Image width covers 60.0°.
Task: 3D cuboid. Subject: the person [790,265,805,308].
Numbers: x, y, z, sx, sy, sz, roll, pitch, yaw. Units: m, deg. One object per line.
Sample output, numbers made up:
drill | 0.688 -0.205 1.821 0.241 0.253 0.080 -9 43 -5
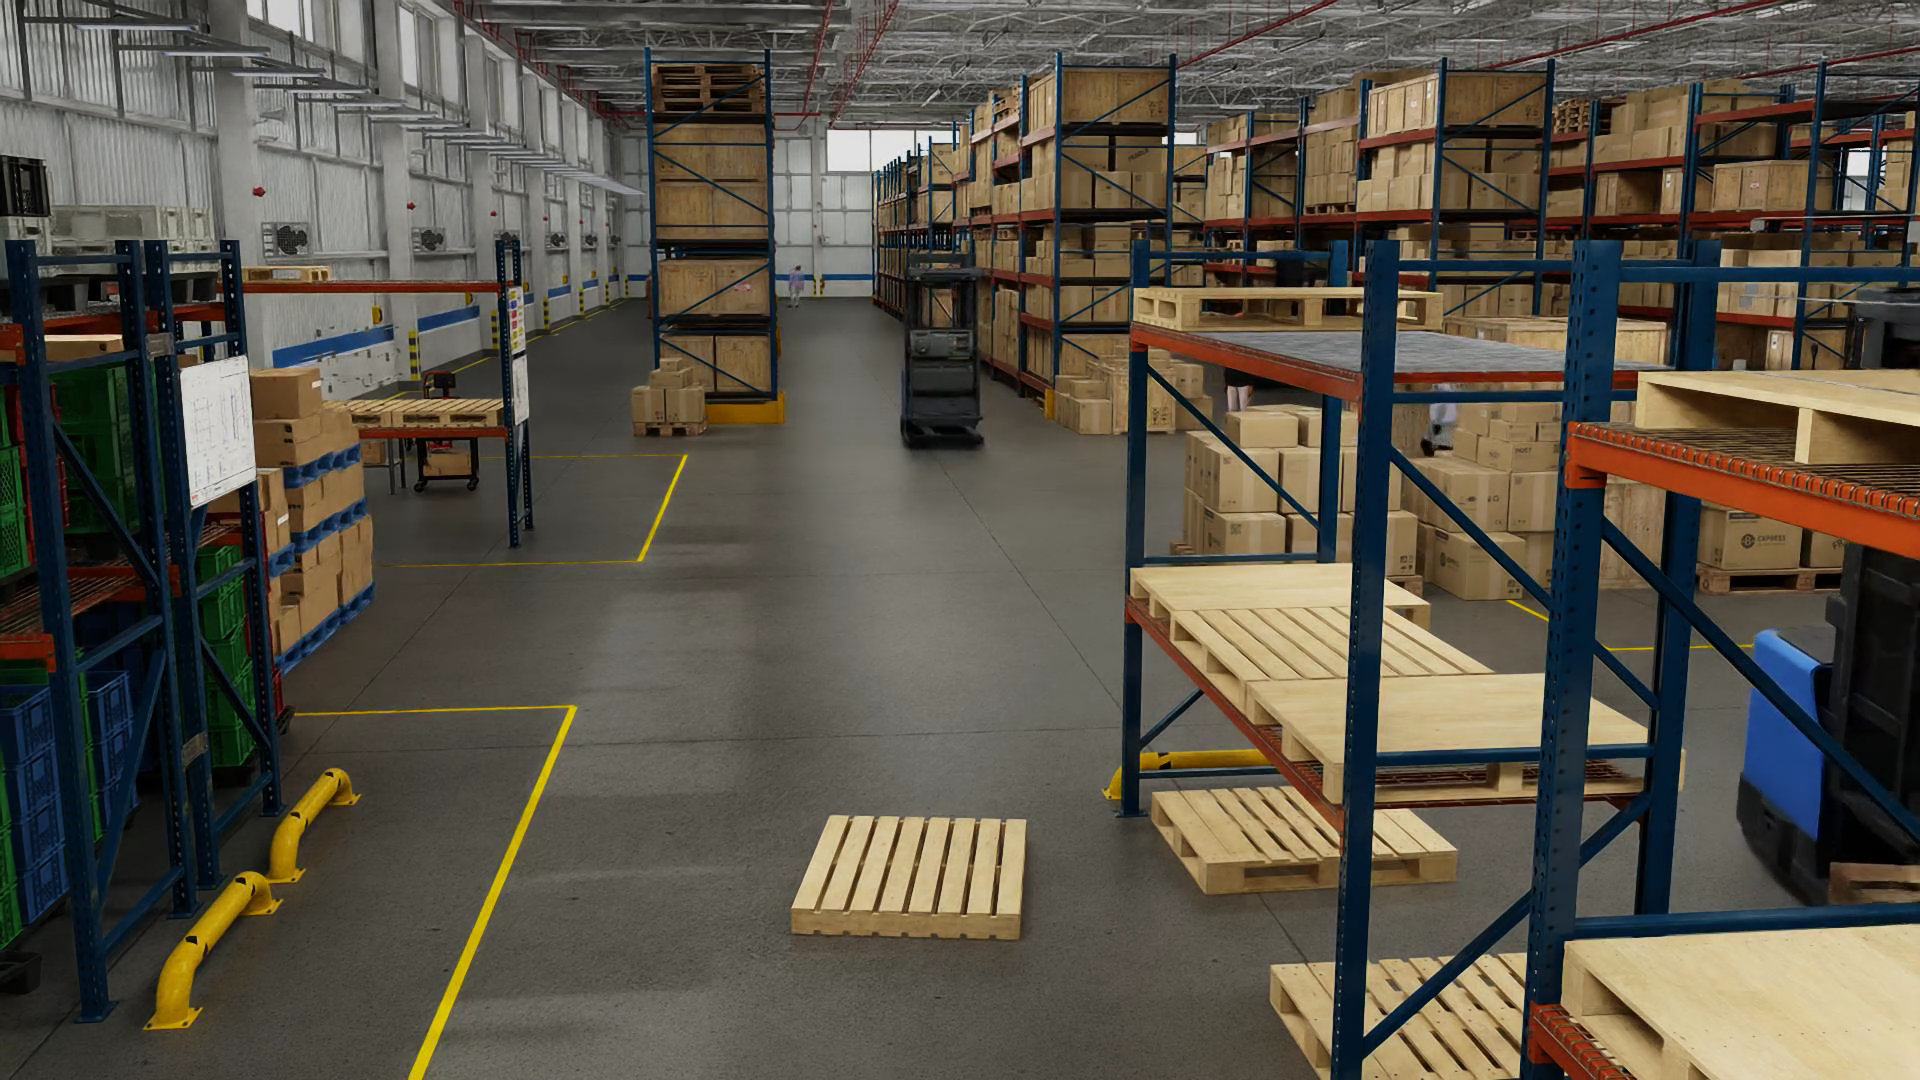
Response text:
person | -7.306 -11.390 74.779 0.674 1.895 0.462 -1 10 -6

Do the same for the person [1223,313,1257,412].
person | 4.023 -2.265 23.935 0.375 1.995 0.611 -7 13 -35

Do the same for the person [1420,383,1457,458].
person | 5.651 -1.461 19.667 0.602 1.920 0.569 3 11 15

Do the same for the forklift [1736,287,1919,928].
forklift | 4.412 0.273 7.419 1.129 2.768 1.873 1 10 6

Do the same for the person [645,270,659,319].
person | -11.927 -9.523 64.442 0.399 1.895 0.656 8 13 38

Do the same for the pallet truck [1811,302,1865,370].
pallet truck | 15.846 -3.142 28.793 1.885 1.965 0.823 2 10 12

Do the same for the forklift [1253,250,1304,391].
forklift | 6.606 -4.453 33.607 1.873 2.768 1.129 -1 10 -6

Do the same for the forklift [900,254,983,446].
forklift | -0.316 -2.906 25.038 1.129 2.768 1.873 -1 10 -6

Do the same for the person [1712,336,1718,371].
person | 11.870 -2.696 26.839 0.632 1.818 0.837 0 10 -2
